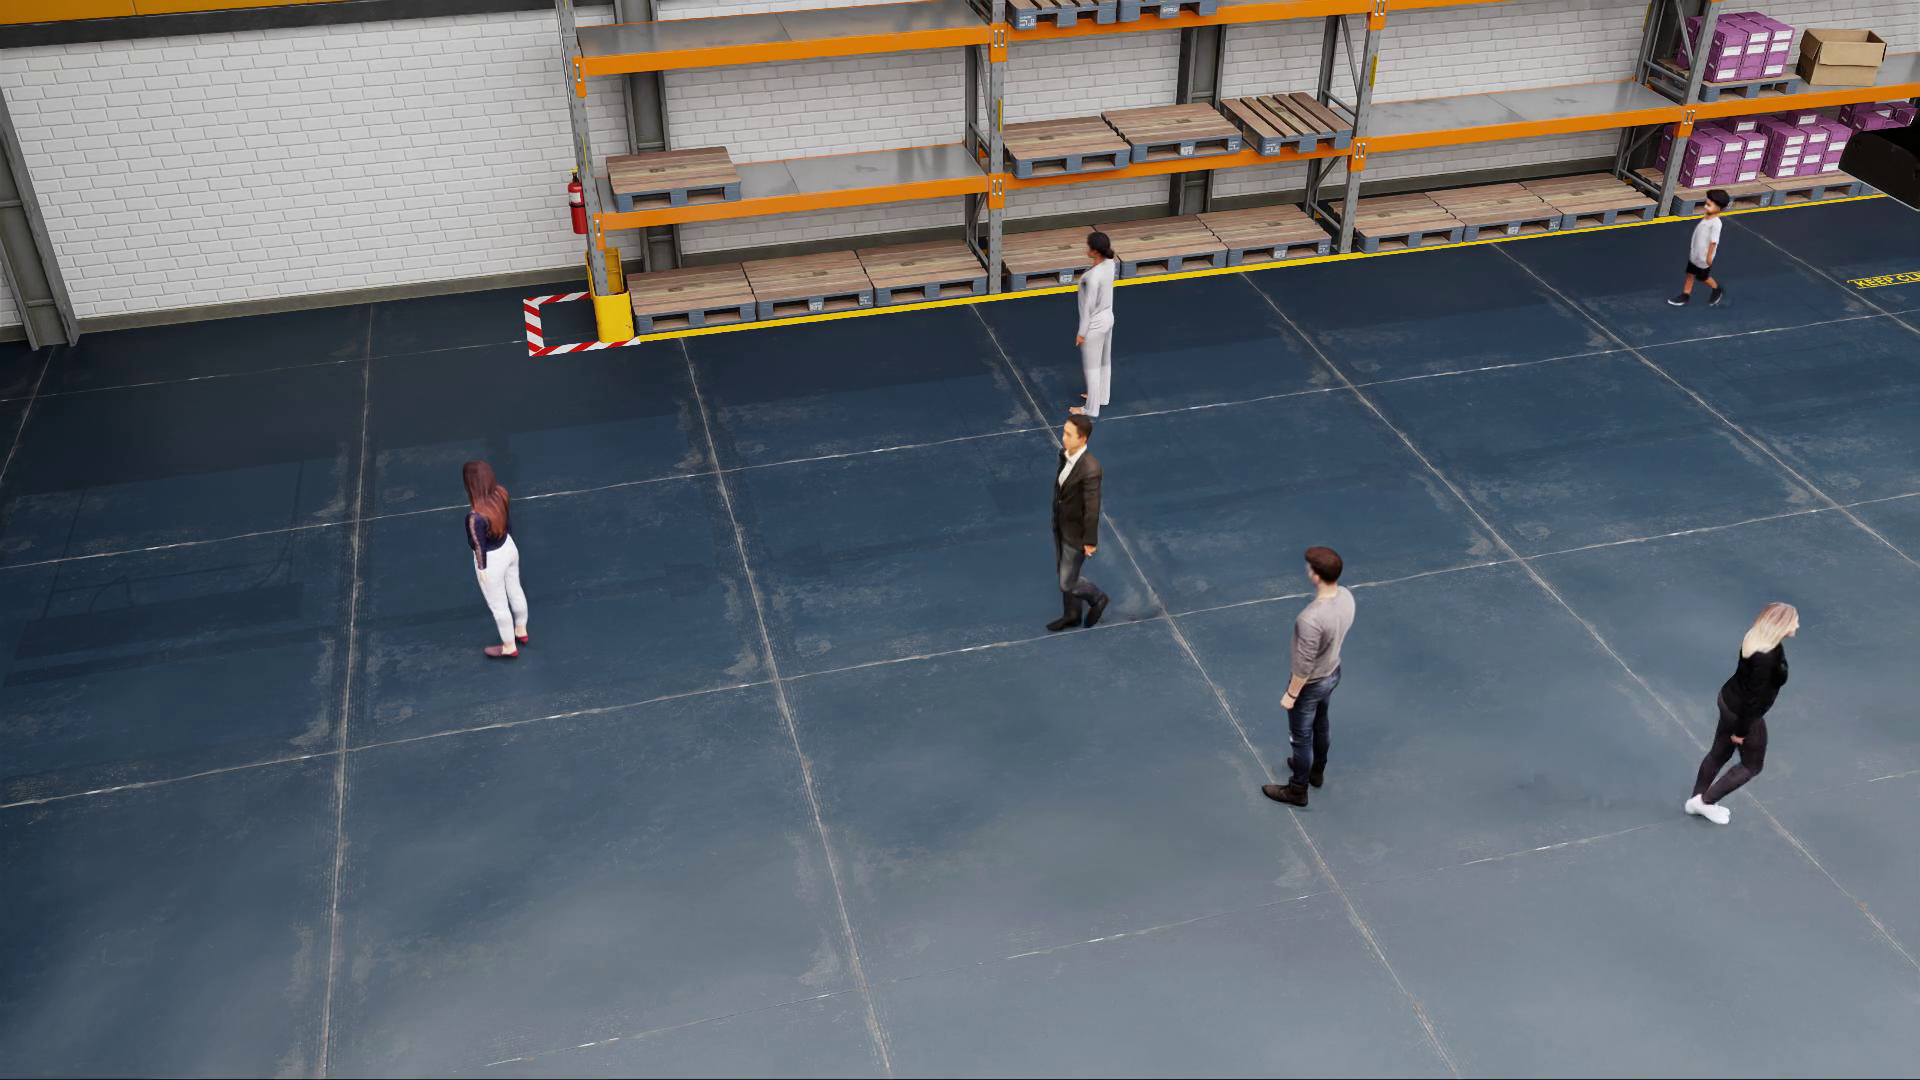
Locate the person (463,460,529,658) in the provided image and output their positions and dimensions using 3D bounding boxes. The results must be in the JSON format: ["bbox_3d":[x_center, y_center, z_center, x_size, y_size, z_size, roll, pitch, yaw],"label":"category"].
[{"bbox_3d":[-3.329,0.124,11.886,0.701,1.607,0.677,10,35,15],"label":"person"}]

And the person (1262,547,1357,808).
[{"bbox_3d":[2.242,0.871,10.500,0.844,1.898,0.739,25,41,32],"label":"person"}]

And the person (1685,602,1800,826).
[{"bbox_3d":[4.785,1.073,10.399,0.710,1.674,0.709,6,34,9],"label":"person"}]

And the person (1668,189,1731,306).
[{"bbox_3d":[7.579,-2.943,16.825,0.780,1.248,0.565,-3,34,-4],"label":"person"}]

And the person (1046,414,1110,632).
[{"bbox_3d":[0.910,-0.112,12.069,0.744,1.798,0.756,-13,36,-18],"label":"person"}]

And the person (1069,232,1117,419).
[{"bbox_3d":[1.223,-1.939,14.870,0.756,1.740,0.709,16,37,22],"label":"person"}]
